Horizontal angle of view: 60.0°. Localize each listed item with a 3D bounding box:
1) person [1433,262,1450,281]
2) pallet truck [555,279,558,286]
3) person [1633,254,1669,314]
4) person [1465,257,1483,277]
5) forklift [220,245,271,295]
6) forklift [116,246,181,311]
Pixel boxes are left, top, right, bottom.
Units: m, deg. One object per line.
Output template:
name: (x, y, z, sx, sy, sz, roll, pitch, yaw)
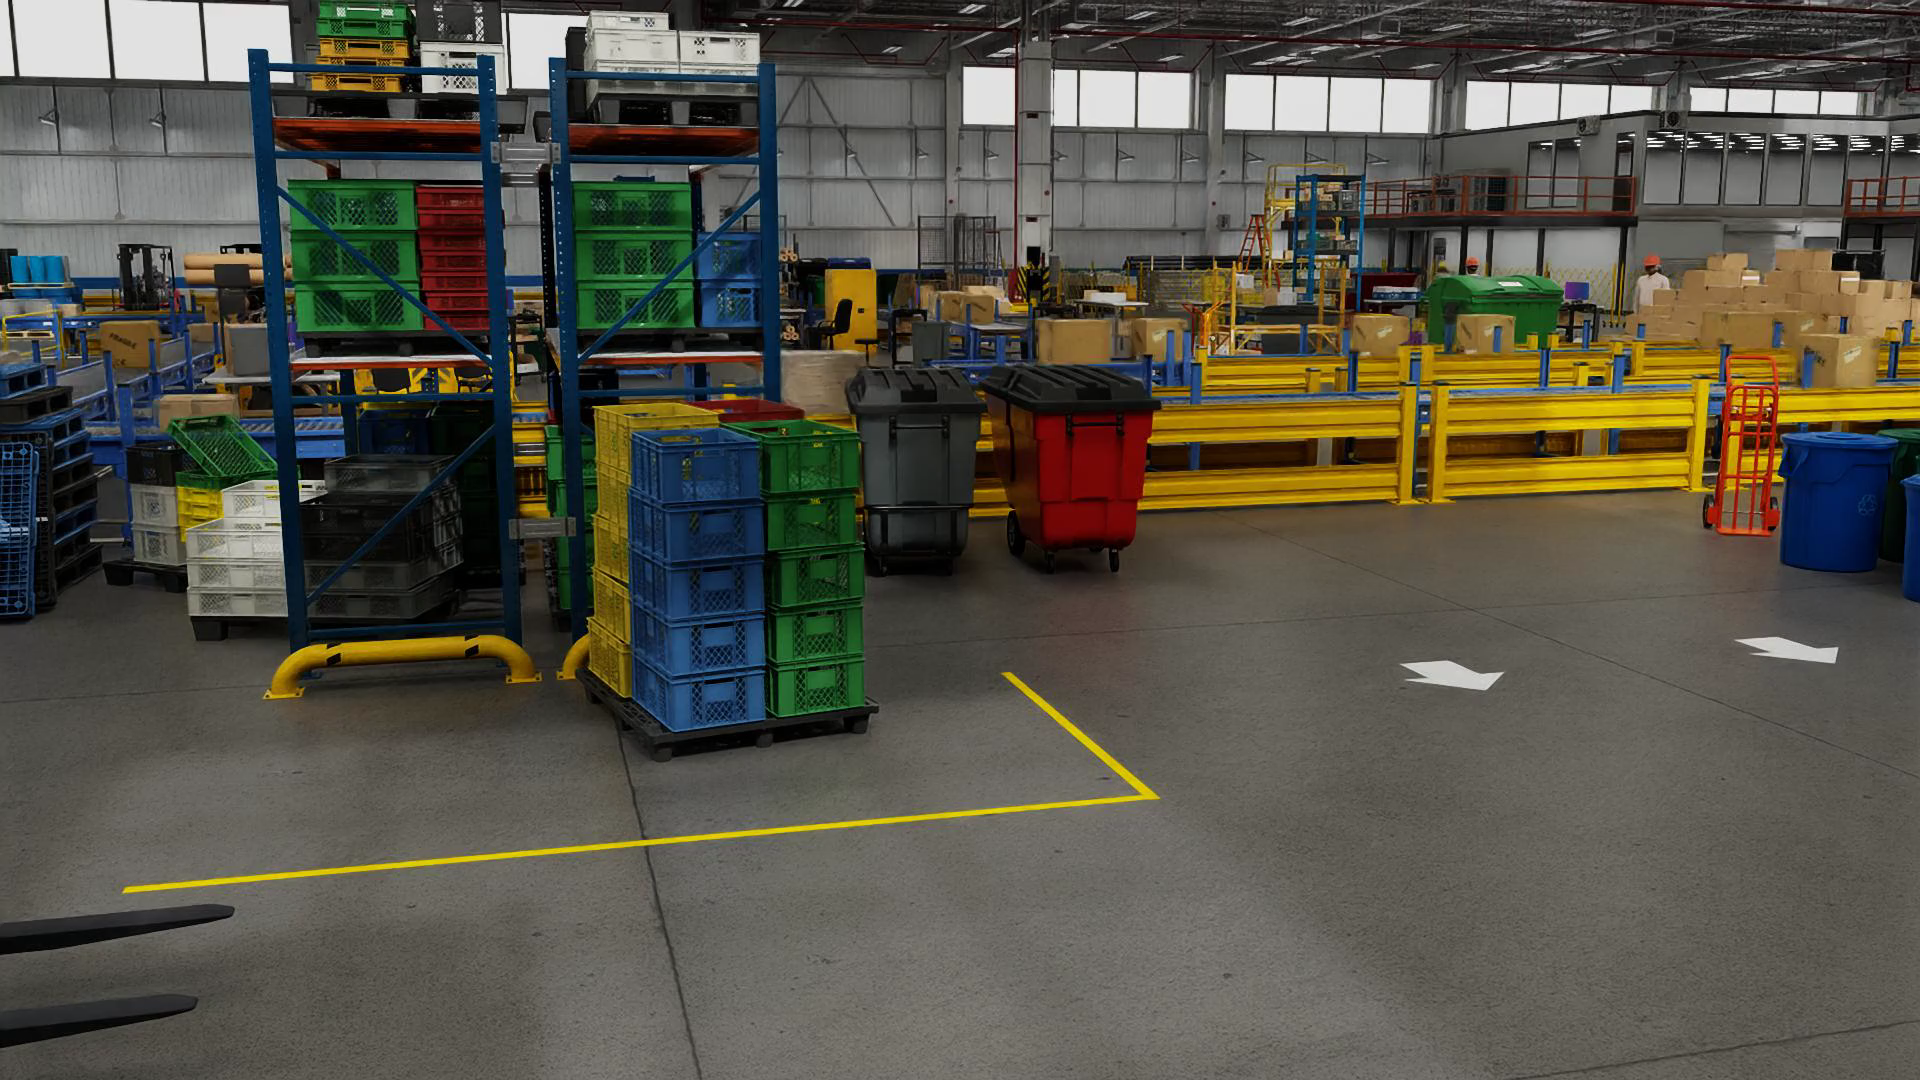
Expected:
person: (12.633, -6.426, 43.606, 0.488, 1.728, 0.501, -2, 10, -14)
pallet truck: (-10.604, -6.375, 44.520, 0.653, 1.274, 1.630, -3, 10, -15)
person: (11.628, -3.813, 28.058, 0.399, 1.989, 0.623, -6, 12, -32)
person: (9.369, -4.222, 30.535, 0.550, 1.933, 0.375, -3, 11, -18)
forklift: (-17.749, -6.334, 41.440, 1.157, 1.987, 2.680, -3, 10, -17)
forklift: (-19.966, -6.232, 40.894, 1.157, 1.987, 2.680, -3, 10, -15)
